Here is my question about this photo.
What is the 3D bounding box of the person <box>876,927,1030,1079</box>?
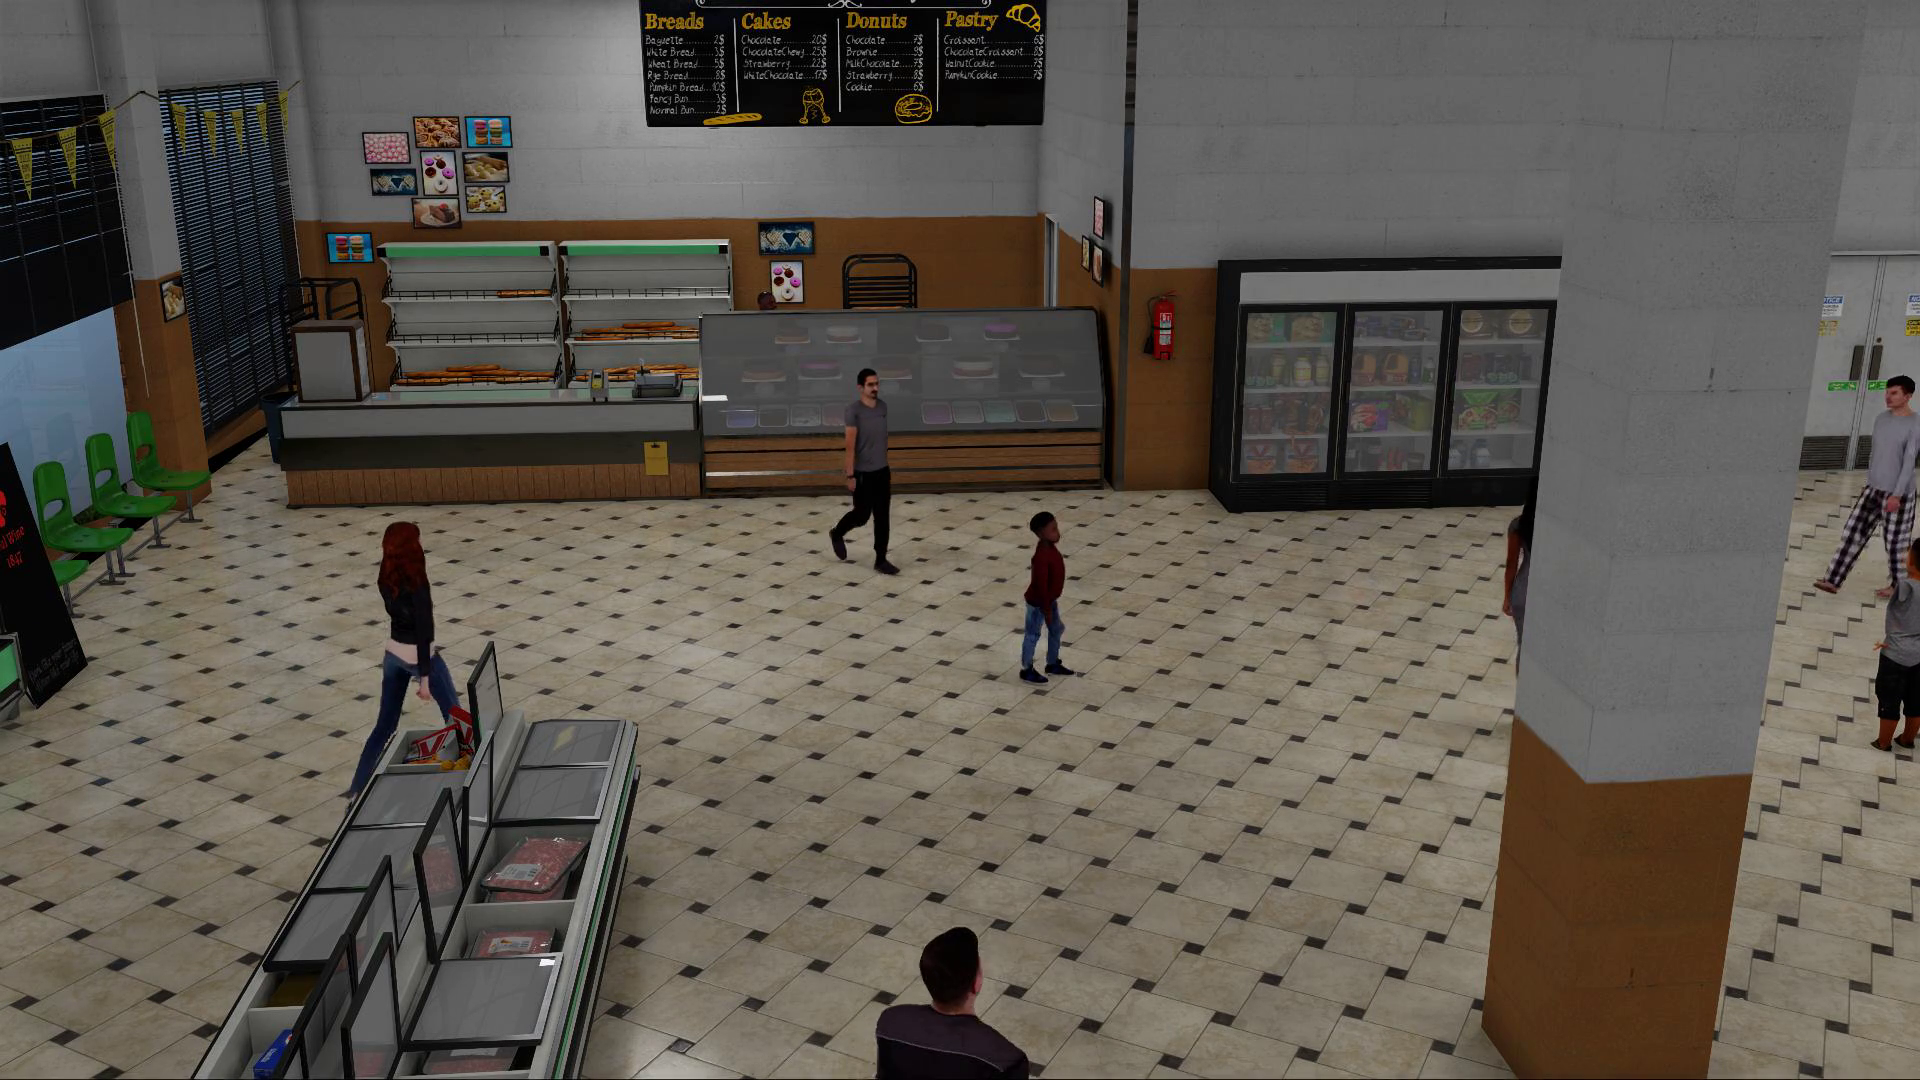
[{"bbox_3d":[-0.064,2.073,5.114,0.901,1.835,0.957,11,20,32],"label":"person"}]

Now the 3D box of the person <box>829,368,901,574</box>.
[{"bbox_3d":[-0.816,-0.591,14.061,1.051,1.736,0.955,16,23,42],"label":"person"}]

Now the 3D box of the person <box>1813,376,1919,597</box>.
[{"bbox_3d":[7.489,-0.390,13.266,0.917,1.813,1.116,-7,18,-22],"label":"person"}]

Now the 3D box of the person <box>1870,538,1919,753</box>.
[{"bbox_3d":[6.010,0.628,10.524,0.588,1.456,0.534,-4,17,-12],"label":"person"}]

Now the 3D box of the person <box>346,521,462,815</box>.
[{"bbox_3d":[-3.207,0.791,9.510,1.169,1.735,1.252,13,21,37],"label":"person"}]

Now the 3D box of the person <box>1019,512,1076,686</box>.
[{"bbox_3d":[0.515,0.404,11.628,0.668,1.244,0.618,4,17,14],"label":"person"}]
